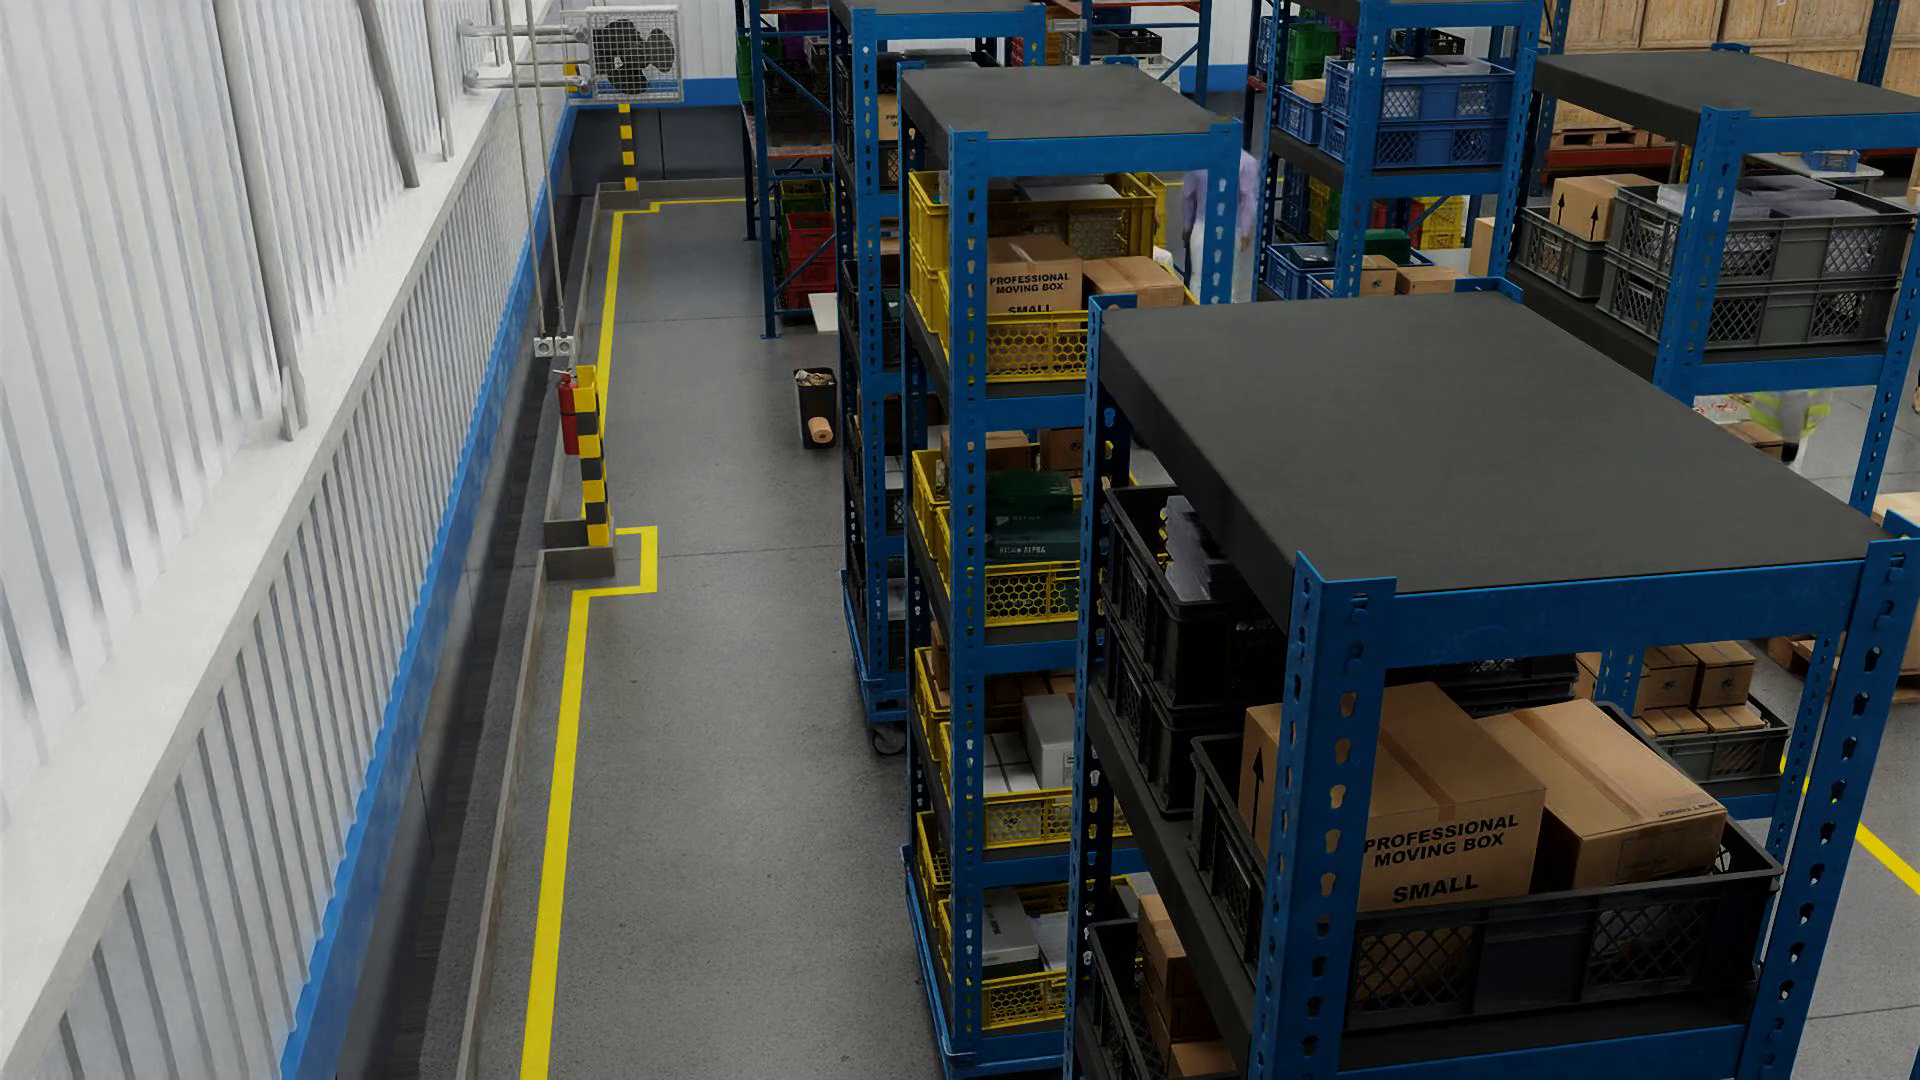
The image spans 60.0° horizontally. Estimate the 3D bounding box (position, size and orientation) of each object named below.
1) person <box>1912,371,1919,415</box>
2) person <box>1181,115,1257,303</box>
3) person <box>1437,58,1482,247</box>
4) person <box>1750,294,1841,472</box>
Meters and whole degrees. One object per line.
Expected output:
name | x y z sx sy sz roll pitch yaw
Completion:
person | 7.492 -1.753 12.379 0.540 1.698 0.316 -1 25 -2
person | 2.177 -2.654 14.140 0.643 1.879 0.997 7 26 14
person | 5.126 -3.937 16.906 0.353 1.886 0.573 1 25 3
person | 4.932 -0.700 9.924 0.429 1.840 0.631 6 25 13
